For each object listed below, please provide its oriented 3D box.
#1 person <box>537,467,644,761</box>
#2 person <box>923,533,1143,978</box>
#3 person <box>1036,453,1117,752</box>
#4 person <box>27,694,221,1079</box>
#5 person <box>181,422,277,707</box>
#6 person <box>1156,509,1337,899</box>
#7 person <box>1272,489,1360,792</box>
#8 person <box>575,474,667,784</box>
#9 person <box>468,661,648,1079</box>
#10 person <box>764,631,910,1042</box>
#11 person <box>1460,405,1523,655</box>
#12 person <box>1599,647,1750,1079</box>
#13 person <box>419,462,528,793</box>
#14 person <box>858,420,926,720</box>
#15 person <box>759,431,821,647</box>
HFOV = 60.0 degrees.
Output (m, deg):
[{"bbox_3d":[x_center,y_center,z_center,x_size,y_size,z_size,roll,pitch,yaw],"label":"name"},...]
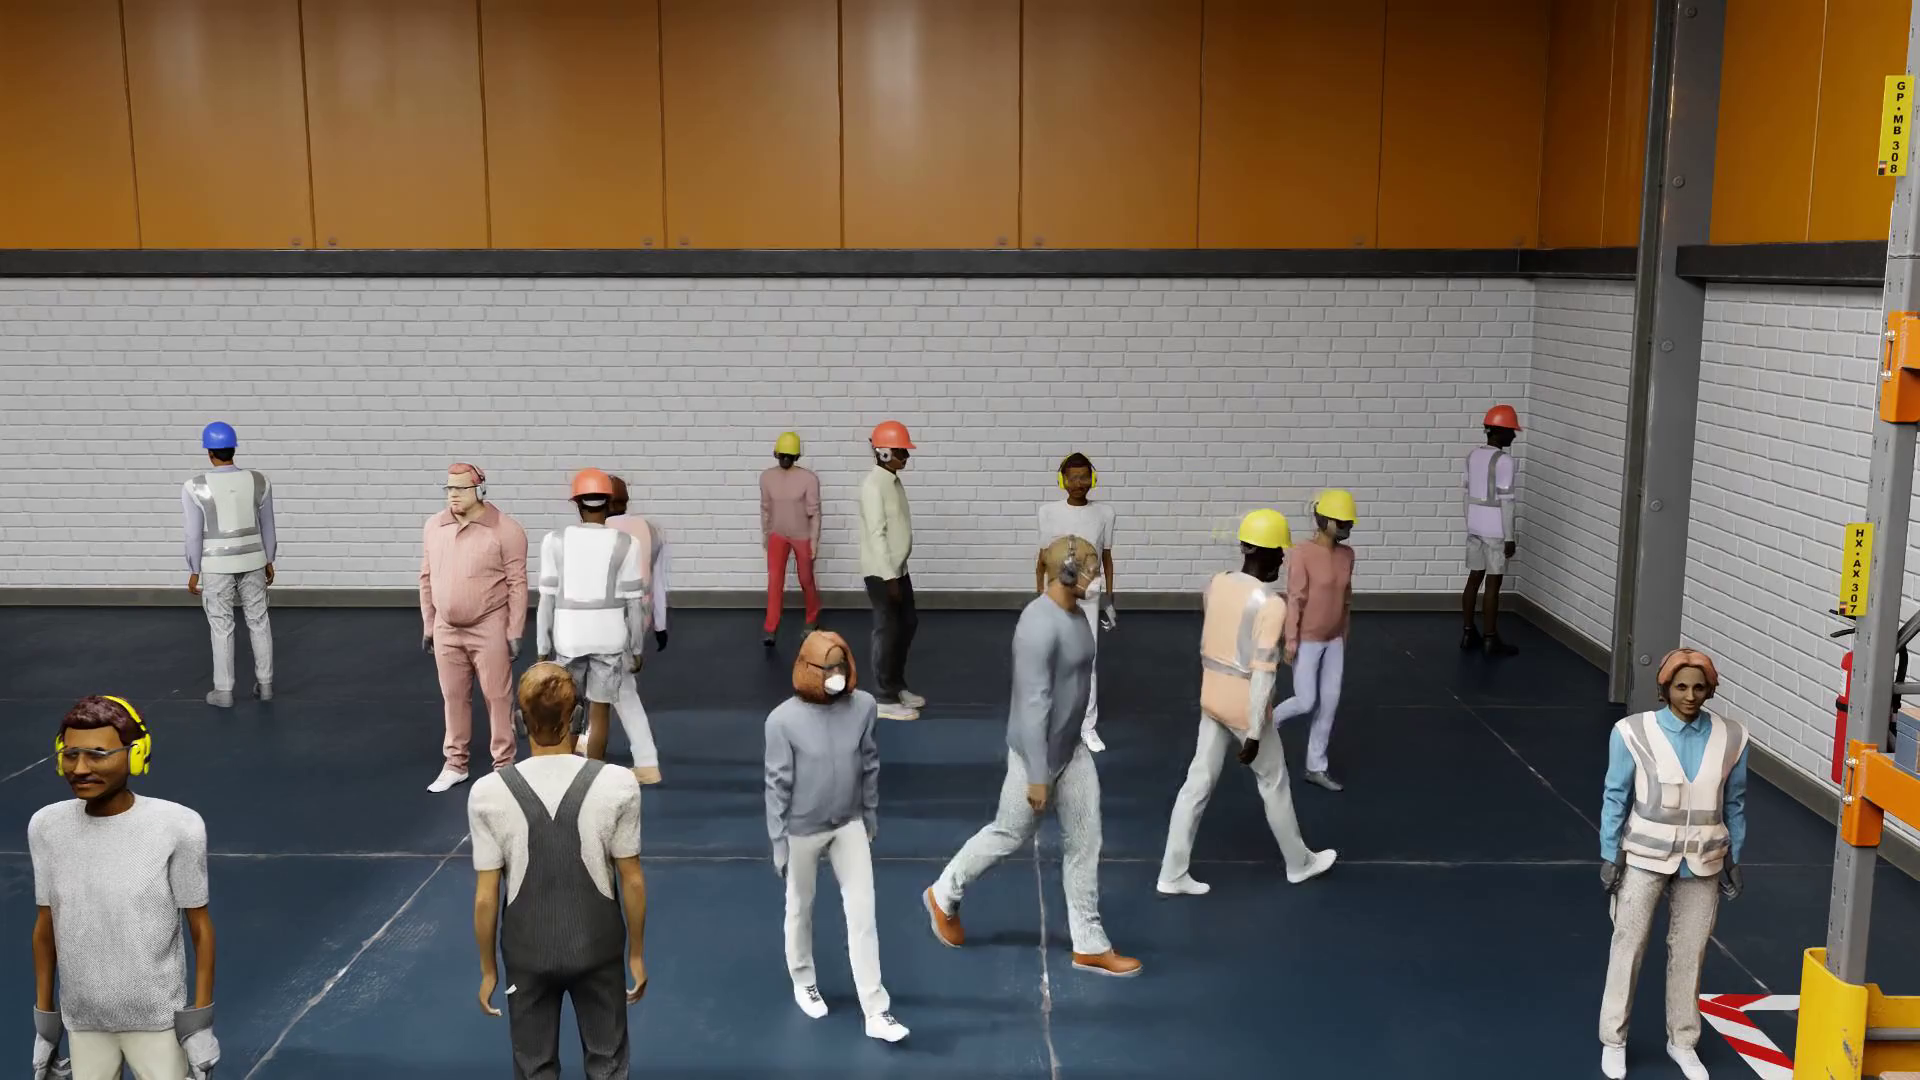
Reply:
[{"bbox_3d":[-2.014,0.558,9.144,0.574,1.894,0.508,0,9,-1],"label":"person"},{"bbox_3d":[0.296,0.902,7.155,0.997,1.889,0.688,4,10,23],"label":"person"},{"bbox_3d":[0.717,0.388,10.260,0.518,1.872,0.326,-1,10,-8],"label":"person"},{"bbox_3d":[-2.306,1.333,4.585,0.514,1.876,0.328,0,9,-2],"label":"person"},{"bbox_3d":[-4.971,0.165,11.359,0.605,1.950,0.381,-9,13,-43],"label":"person"},{"bbox_3d":[1.354,0.779,7.924,0.984,1.871,0.595,-6,11,-30],"label":"person"},{"bbox_3d":[2.021,0.556,9.613,0.551,1.740,0.549,-6,11,-34],"label":"person"},{"bbox_3d":[-2.050,0.509,9.788,0.971,1.798,0.633,7,12,35],"label":"person"},{"bbox_3d":[-1.202,1.275,5.034,0.507,1.842,0.351,-2,10,-10],"label":"person"},{"bbox_3d":[-0.480,1.153,6.447,0.530,1.600,0.780,-5,11,-29],"label":"person"},{"bbox_3d":[4.118,-0.078,12.865,0.376,1.932,0.543,-3,10,-17],"label":"person"},{"bbox_3d":[2.617,1.194,6.124,0.523,1.638,0.310,1,10,4],"label":"person"},{"bbox_3d":[-2.776,0.506,9.440,0.637,1.911,0.403,2,10,12],"label":"person"},{"bbox_3d":[-0.467,0.201,11.021,0.414,1.991,0.637,3,10,16],"label":"person"},{"bbox_3d":[-1.344,-0.014,13.124,0.552,1.712,0.927,2,10,14],"label":"person"}]
